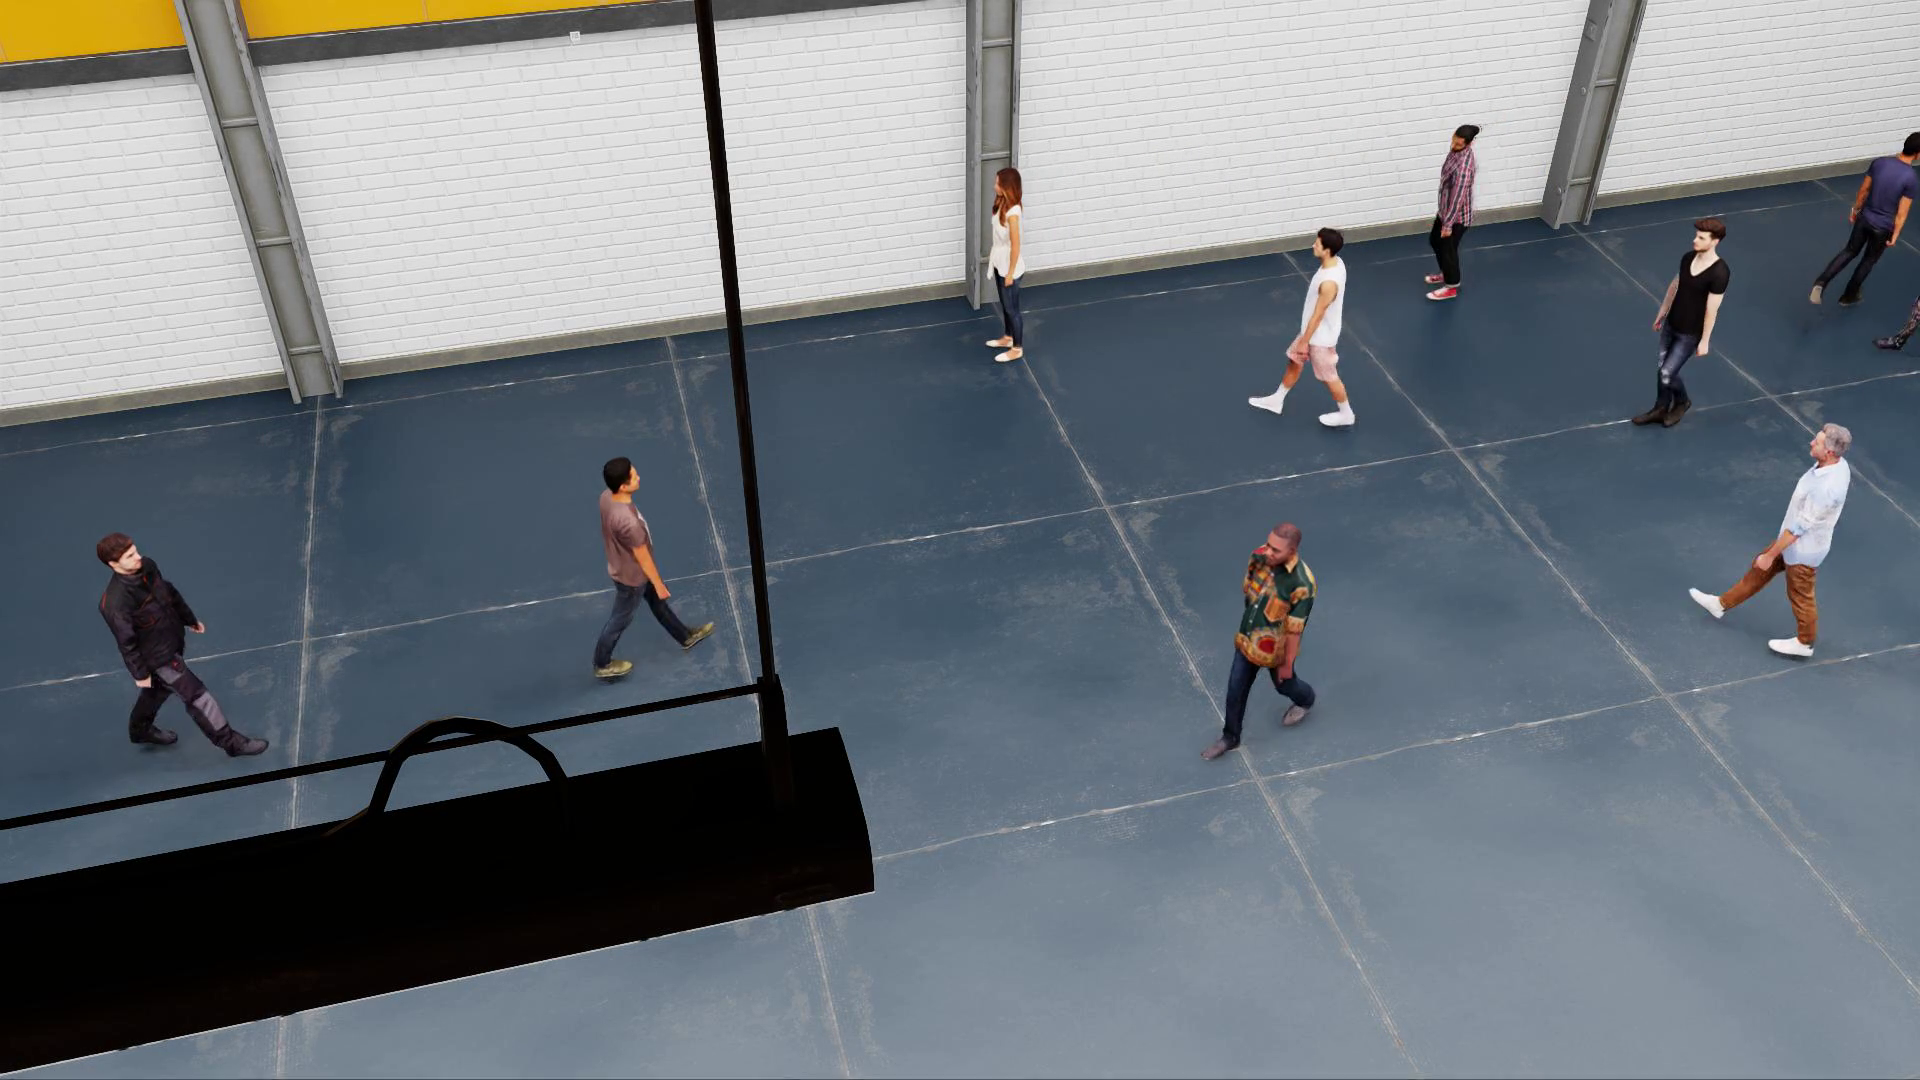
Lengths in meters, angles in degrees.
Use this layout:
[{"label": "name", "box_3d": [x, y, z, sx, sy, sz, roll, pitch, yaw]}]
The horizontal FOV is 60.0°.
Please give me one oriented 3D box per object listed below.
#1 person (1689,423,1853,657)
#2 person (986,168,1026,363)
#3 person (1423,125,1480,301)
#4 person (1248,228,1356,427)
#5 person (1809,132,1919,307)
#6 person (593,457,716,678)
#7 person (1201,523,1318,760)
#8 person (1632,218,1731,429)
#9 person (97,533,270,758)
[{"label": "person", "box_3d": [5.751, 0.058, 11.188, 1.221, 1.783, 1.127, 16, 41, 20]}, {"label": "person", "box_3d": [0.423, -2.350, 14.202, 0.529, 1.784, 0.604, -8, 39, -9]}, {"label": "person", "box_3d": [4.501, -2.964, 15.018, 0.741, 1.725, 0.798, 10, 40, 12]}, {"label": "person", "box_3d": [2.981, -1.646, 13.353, 1.222, 1.743, 1.007, 9, 40, 12]}, {"label": "person", "box_3d": [8.091, -2.786, 14.773, 1.061, 1.753, 0.857, -25, 45, -28]}, {"label": "person", "box_3d": [-2.265, 0.238, 11.009, 1.148, 1.724, 0.757, -15, 41, -18]}, {"label": "person", "box_3d": [2.026, 0.608, 10.506, 1.257, 1.775, 0.955, -24, 44, -27]}, {"label": "person", "box_3d": [5.885, -1.709, 13.319, 0.676, 1.884, 0.684, -10, 40, -13]}, {"label": "person", "box_3d": [-5.091, 0.684, 10.388, 1.181, 1.803, 0.825, -4, 39, -5]}]
